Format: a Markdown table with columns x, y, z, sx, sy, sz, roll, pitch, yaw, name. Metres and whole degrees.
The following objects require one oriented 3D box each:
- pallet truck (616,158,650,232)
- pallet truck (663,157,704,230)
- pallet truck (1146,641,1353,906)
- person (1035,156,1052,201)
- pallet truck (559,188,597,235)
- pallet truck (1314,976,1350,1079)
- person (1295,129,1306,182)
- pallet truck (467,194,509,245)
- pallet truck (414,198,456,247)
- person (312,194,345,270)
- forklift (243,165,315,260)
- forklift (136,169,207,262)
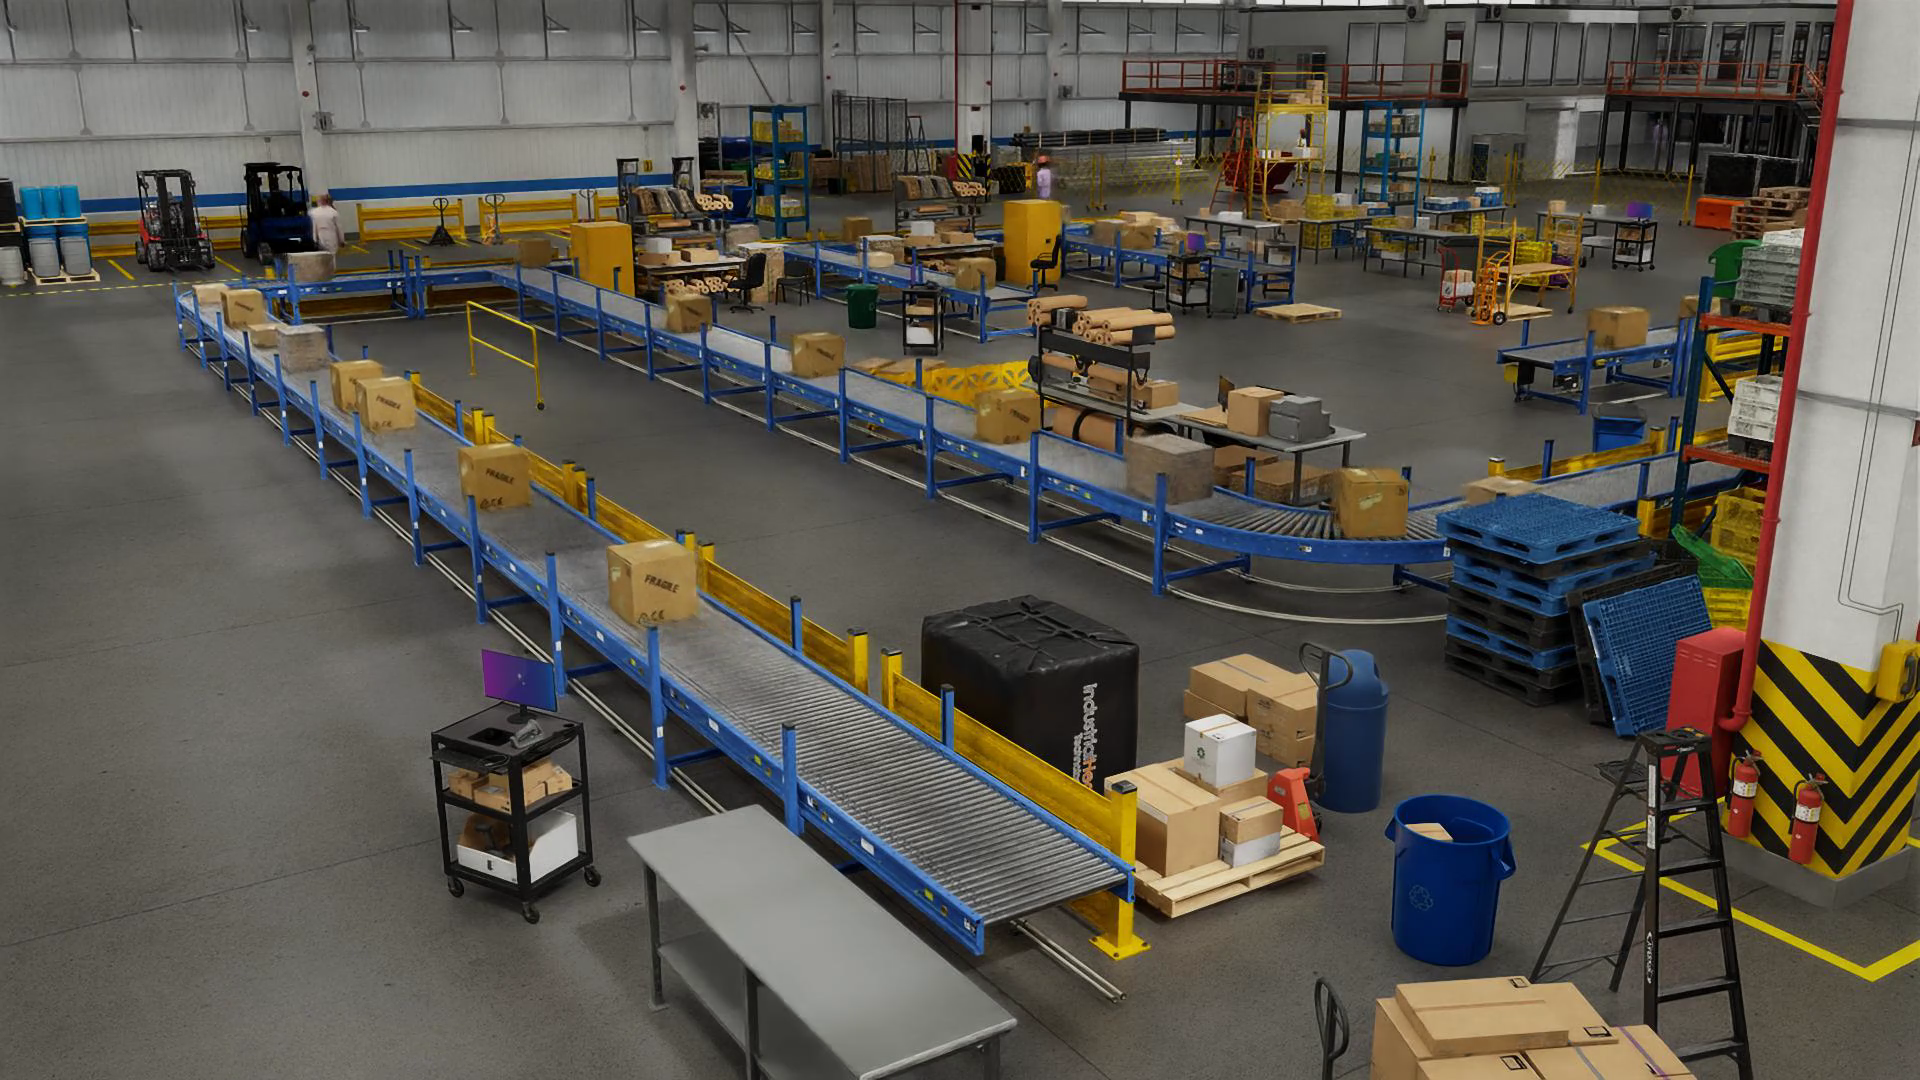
| x | y | z | sx | sy | sz | roll | pitch | yaw | name |
| --- | --- | --- | --- | --- | --- | --- | --- | --- | --- |
| -8.918 | -9.176 | 44.255 | 0.823 | 1.965 | 1.885 | -9 | 19 | -27 | pallet truck |
| -7.586 | -9.308 | 44.692 | 0.823 | 1.965 | 1.885 | -11 | 20 | -33 | pallet truck |
| 1.664 | 1.407 | 10.232 | 1.630 | 1.274 | 0.653 | -10 | 20 | -31 | pallet truck |
| 2.136 | -9.193 | 44.260 | 0.831 | 2.017 | 0.607 | 13 | 21 | 38 | person |
| -10.010 | -8.652 | 43.699 | 0.653 | 1.274 | 1.630 | -10 | 20 | -31 | pallet truck |
| 2.299 | 2.390 | 7.086 | 1.601 | 1.201 | 0.680 | -2 | 17 | -7 | pallet truck |
| 12.330 | -13.861 | 60.036 | 0.348 | 1.884 | 0.584 | 10 | 20 | 31 | person |
| -11.983 | -8.177 | 42.137 | 0.704 | 1.261 | 1.522 | -11 | 20 | -33 | pallet truck |
| -13.250 | -8.060 | 41.856 | 0.680 | 1.201 | 1.601 | -10 | 20 | -31 | pallet truck |
| -13.339 | -6.351 | 35.085 | 0.659 | 1.872 | 0.932 | 5 | 17 | 15 | person |
| -15.898 | -7.669 | 38.708 | 1.157 | 1.987 | 2.680 | -11 | 20 | -33 | forklift |
| -17.842 | -7.318 | 37.559 | 1.157 | 1.987 | 2.680 | -10 | 20 | -31 | forklift |
